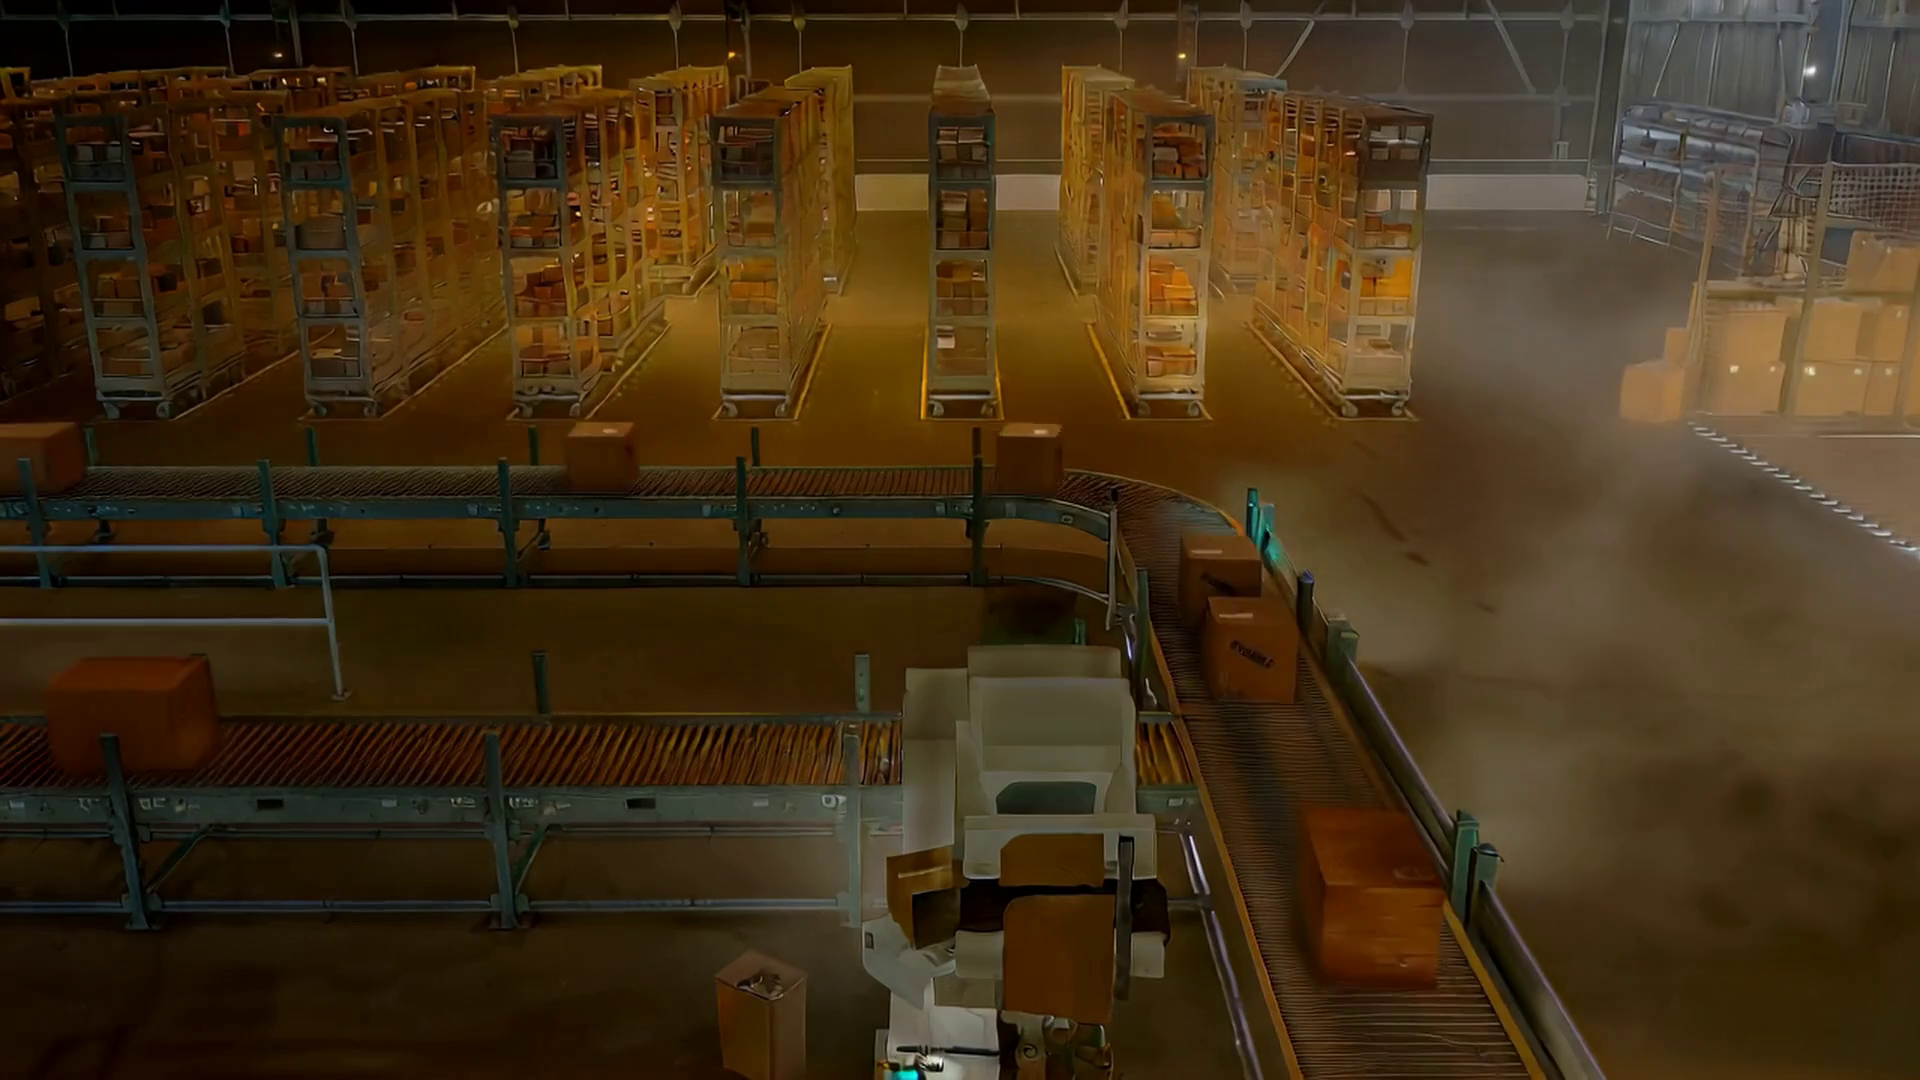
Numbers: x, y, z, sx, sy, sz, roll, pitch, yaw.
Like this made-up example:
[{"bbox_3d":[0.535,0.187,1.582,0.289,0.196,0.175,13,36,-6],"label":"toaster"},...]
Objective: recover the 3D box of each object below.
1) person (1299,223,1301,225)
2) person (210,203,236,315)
[{"bbox_3d":[5.574,-4.555,26.760,0.982,1.792,0.568,-2,18,-7],"label":"person"},{"bbox_3d":[-11.771,-4.535,26.681,0.416,1.821,0.608,-11,21,-30],"label":"person"}]
